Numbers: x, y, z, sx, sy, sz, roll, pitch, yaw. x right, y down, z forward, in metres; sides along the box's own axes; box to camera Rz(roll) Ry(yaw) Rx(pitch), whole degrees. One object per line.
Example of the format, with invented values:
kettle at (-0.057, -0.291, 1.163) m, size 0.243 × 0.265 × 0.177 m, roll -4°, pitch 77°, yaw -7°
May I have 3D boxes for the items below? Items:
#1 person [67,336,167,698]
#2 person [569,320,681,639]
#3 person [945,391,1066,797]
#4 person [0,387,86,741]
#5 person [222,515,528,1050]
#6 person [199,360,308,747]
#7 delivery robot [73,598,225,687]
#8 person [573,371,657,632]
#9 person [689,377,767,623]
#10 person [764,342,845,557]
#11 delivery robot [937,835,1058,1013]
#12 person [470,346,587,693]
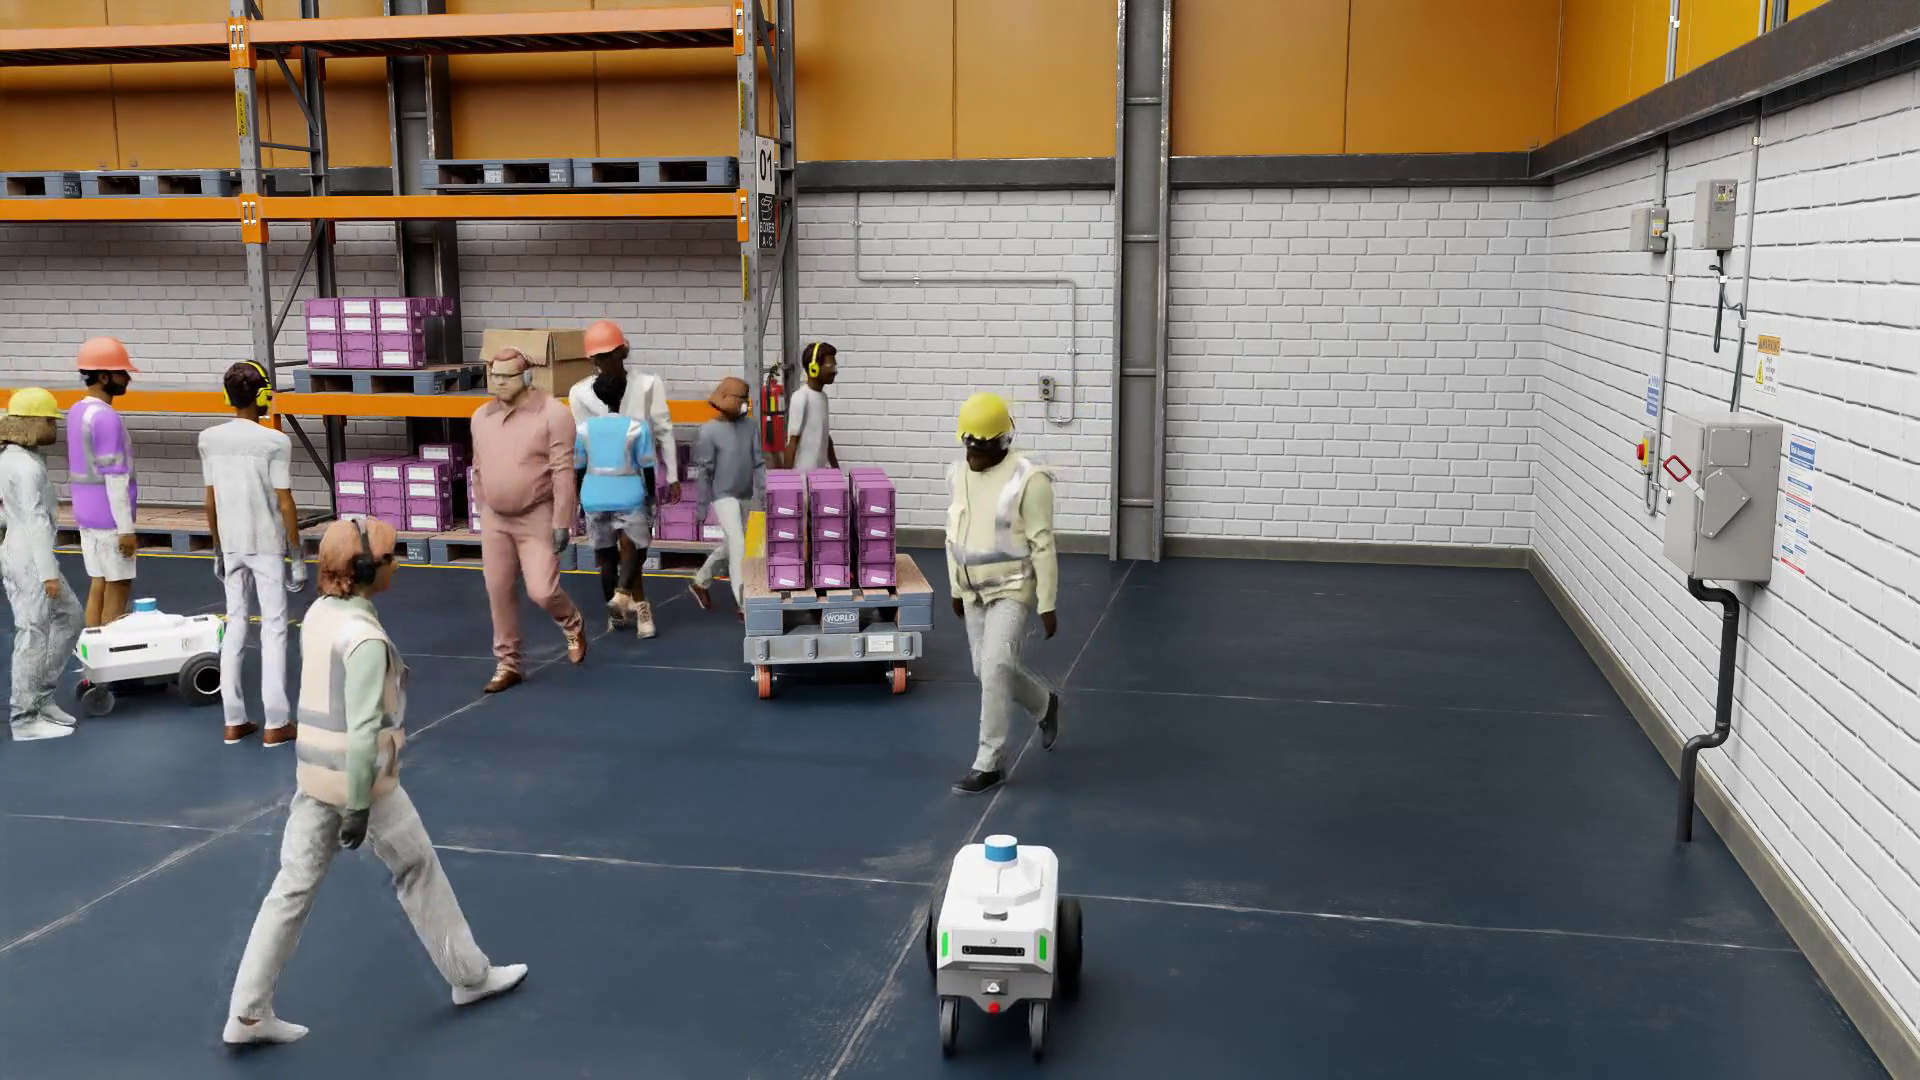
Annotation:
person at (-4.562, -0.125, 8.970) m, size 0.373 × 1.934 × 0.551 m, roll -9°, pitch 13°, yaw -44°
person at (-2.152, -0.414, 10.591) m, size 0.644 × 1.988 × 0.999 m, roll -4°, pitch 10°, yaw -24°
person at (0.230, 0.206, 7.463) m, size 0.789 × 1.778 × 0.651 m, roll -9°, pitch 13°, yaw -43°
person at (-4.499, 0.121, 8.120) m, size 0.450 × 1.719 × 0.518 m, roll -6°, pitch 11°, yaw -34°
person at (-1.815, 0.715, 4.985) m, size 0.909 × 1.587 × 0.508 m, roll -9°, pitch 13°, yaw -42°
person at (-3.401, 0.068, 8.043) m, size 0.509 × 1.864 × 0.332 m, roll 2°, pitch 10°, yaw 13°
delivery robot at (-4.278, 0.552, 8.769) m, size 0.707 × 0.478 × 0.477 m, roll -7°, pitch 12°, yaw -35°
person at (-2.162, -0.221, 10.347) m, size 0.542 × 1.676 × 0.531 m, roll 1°, pitch 9°, yaw 6°
person at (-1.519, -0.279, 10.901) m, size 0.817 × 1.601 × 0.498 m, roll 7°, pitch 12°, yaw 35°
person at (-1.009, -0.413, 11.113) m, size 1.018 × 1.813 × 0.526 m, roll 2°, pitch 10°, yaw 9°
delivery robot at (0.126, 1.155, 5.131) m, size 0.477 × 0.478 × 0.707 m, roll 1°, pitch 9°, yaw 5°
person at (-2.380, -0.130, 9.153) m, size 0.655 × 1.885 × 0.628 m, roll 2°, pitch 10°, yaw 15°
